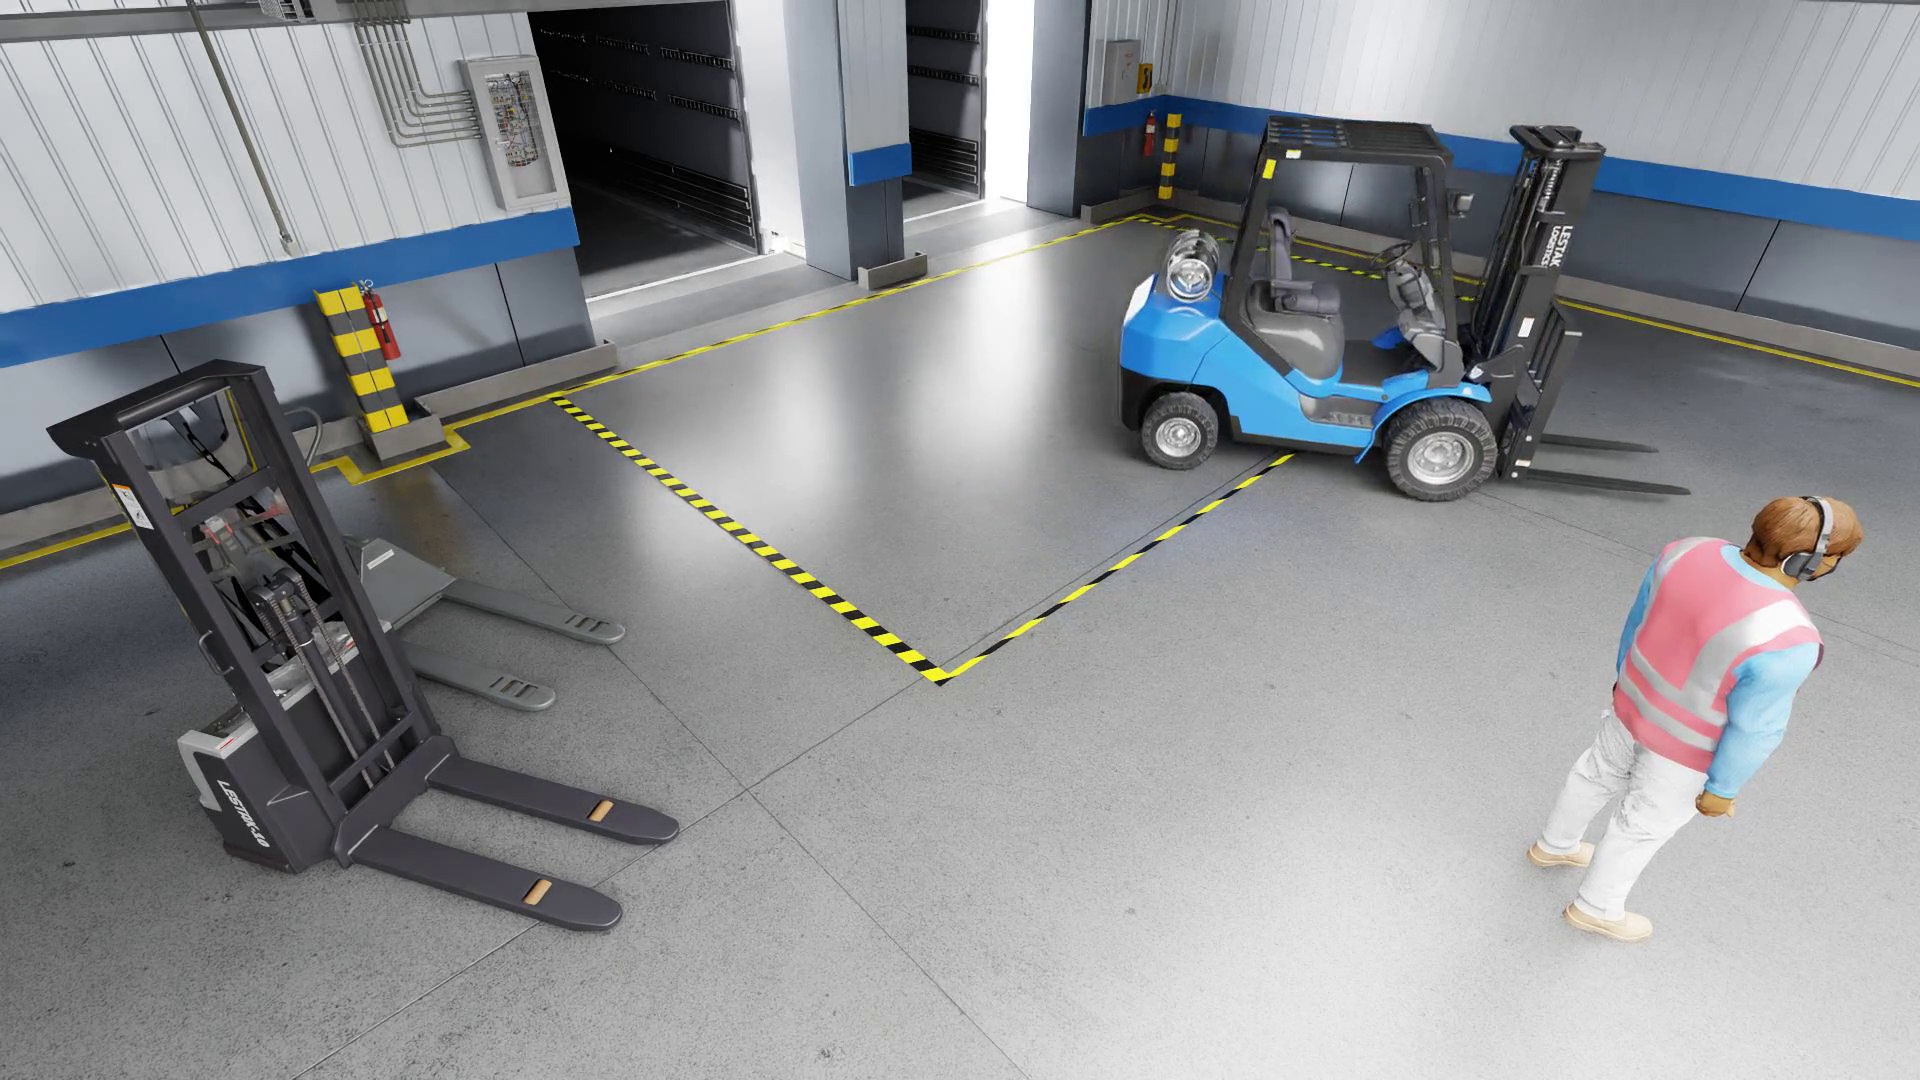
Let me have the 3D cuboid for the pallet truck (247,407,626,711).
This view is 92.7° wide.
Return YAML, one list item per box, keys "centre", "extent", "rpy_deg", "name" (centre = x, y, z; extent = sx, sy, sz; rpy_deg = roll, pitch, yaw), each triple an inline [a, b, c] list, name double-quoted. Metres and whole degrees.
- centre: [-2.628, 0.038, 4.590]
  extent: [1.601, 1.201, 0.680]
  rpy_deg: [12, 36, 18]
  name: "pallet truck"

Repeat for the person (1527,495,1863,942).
- centre: [2.487, 0.644, 3.167]
  extent: [0.429, 1.838, 0.633]
  rpy_deg: [2, 34, 2]
  name: "person"

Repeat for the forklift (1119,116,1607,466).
- centre: [2.502, -1.677, 6.125]
  extent: [2.680, 2.036, 1.157]
  rpy_deg: [9, 35, 13]
  name: "forklift"

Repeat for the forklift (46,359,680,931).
- centre: [-2.135, 0.422, 3.354]
  extent: [1.885, 1.965, 0.823]
  rpy_deg: [10, 35, 14]
  name: "forklift"
